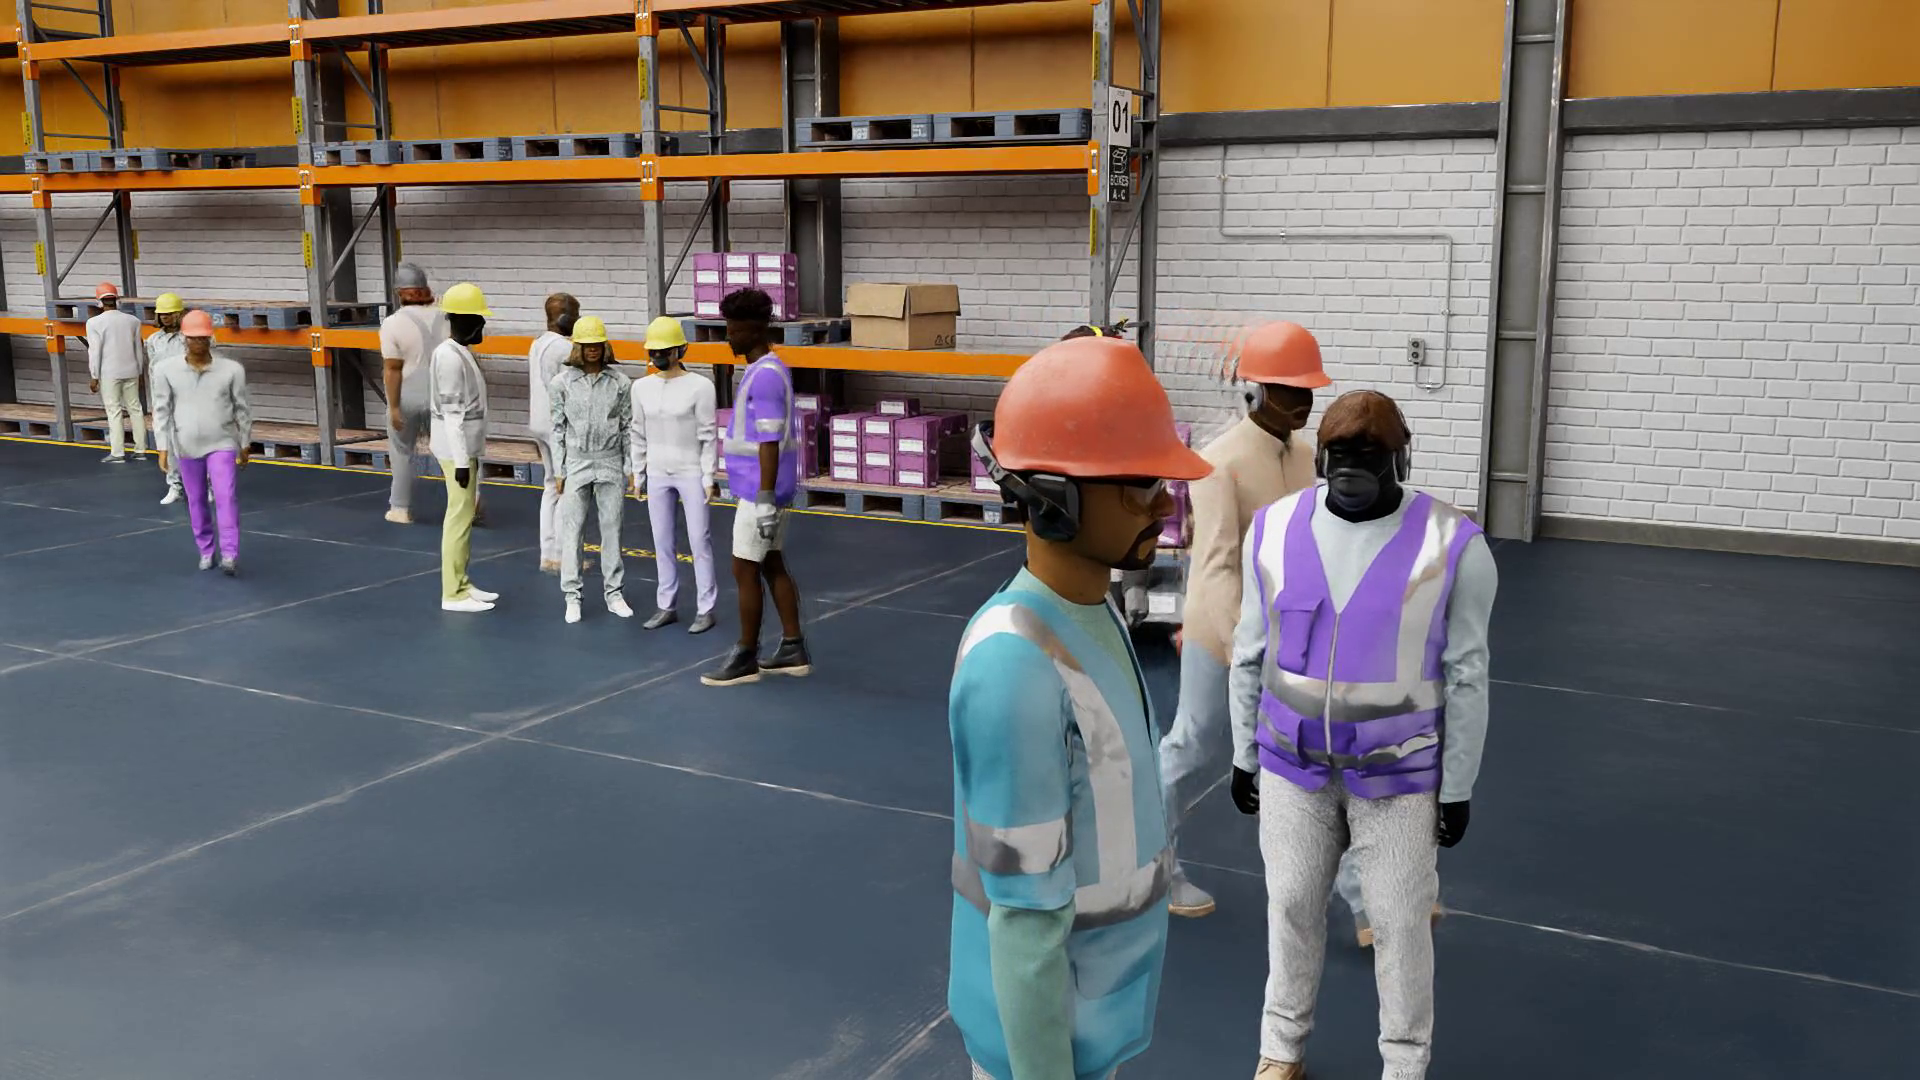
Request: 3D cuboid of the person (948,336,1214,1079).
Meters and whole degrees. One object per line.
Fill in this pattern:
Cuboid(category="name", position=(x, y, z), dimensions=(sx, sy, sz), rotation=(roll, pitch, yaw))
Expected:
Cuboid(category="person", position=(0.176, 0.717, 2.534), dimensions=(0.375, 2.044, 0.607), rotation=(2, 10, 10))

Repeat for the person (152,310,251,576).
Cuboid(category="person", position=(-4.870, -0.608, 10.701), dimensions=(0.569, 1.711, 0.904), rotation=(-4, 11, -19))

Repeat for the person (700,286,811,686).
Cuboid(category="person", position=(-1.010, -0.260, 8.151), dimensions=(0.545, 1.952, 0.665), rotation=(-1, 10, -7))

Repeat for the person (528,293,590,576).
Cuboid(category="person", position=(-2.628, -0.679, 10.790), dimensions=(0.463, 1.822, 0.593), rotation=(-9, 14, -41))

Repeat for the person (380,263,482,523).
Cuboid(category="person", position=(-4.035, -1.111, 12.563), dimensions=(0.953, 2.000, 0.686), rotation=(9, 14, 41))

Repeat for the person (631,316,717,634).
Cuboid(category="person", position=(-1.582, -0.352, 9.185), dimensions=(0.519, 1.756, 0.348), rotation=(3, 11, 17))

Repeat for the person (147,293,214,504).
Cuboid(category="person", position=(-6.381, -1.144, 13.593), dimensions=(0.484, 1.736, 0.343), rotation=(1, 10, 4))

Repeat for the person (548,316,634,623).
Cuboid(category="person", position=(-2.087, -0.403, 9.501), dimensions=(0.484, 1.744, 0.295), rotation=(-5, 12, -26))

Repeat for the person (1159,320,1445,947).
Cuboid(category="person", position=(0.963, 0.304, 5.091), dimensions=(0.621, 1.926, 1.074), rotation=(-10, 14, -43))

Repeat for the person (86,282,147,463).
Cuboid(category="person", position=(-8.223, -1.628, 16.193), dimensions=(0.340, 1.747, 0.565), rotation=(6, 12, 30))

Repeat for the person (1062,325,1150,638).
Cuboid(category="person", position=(0.510, 0.133, 6.229), dimensions=(0.327, 1.865, 0.514), rotation=(-8, 13, -39))

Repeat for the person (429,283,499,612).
Cuboid(category="person", position=(-2.898, -0.535, 9.759), dimensions=(0.396, 1.920, 0.588), rotation=(-2, 11, -12))

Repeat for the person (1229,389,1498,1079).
Cuboid(category="person", position=(0.947, 0.548, 4.046), dimensions=(0.629, 1.835, 0.429), rotation=(6, 12, 29))
